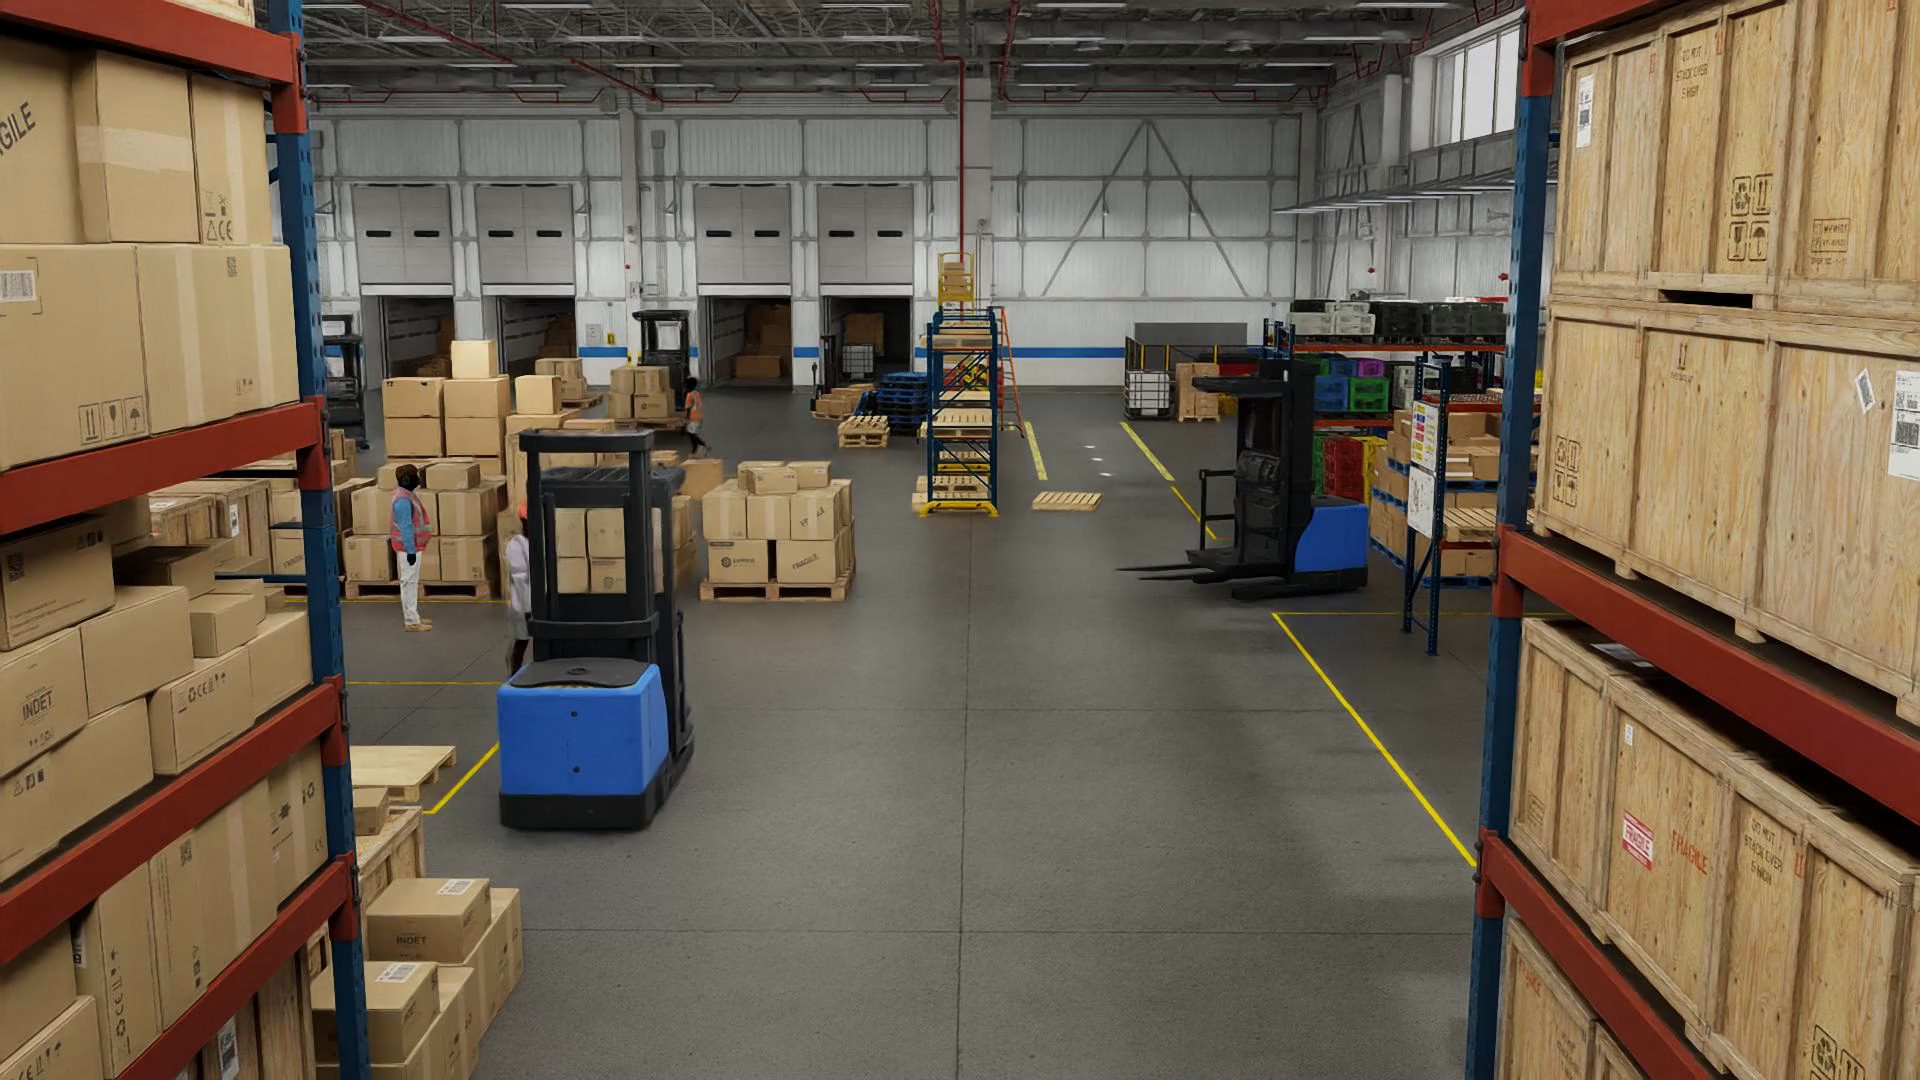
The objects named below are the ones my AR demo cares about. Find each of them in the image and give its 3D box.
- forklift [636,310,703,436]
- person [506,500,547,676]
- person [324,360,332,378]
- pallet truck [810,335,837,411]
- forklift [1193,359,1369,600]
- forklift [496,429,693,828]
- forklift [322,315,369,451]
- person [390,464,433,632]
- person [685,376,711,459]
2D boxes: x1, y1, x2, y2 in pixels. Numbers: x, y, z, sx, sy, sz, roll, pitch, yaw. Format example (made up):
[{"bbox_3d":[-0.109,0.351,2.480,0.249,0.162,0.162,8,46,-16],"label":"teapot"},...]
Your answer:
[{"bbox_3d":[-6.631,-3.862,37.981,1.129,2.768,1.873,1,10,5],"label":"forklift"},{"bbox_3d":[-3.828,0.575,15.192,0.815,1.907,0.555,4,11,23],"label":"person"},{"bbox_3d":[-15.018,-3.574,39.063,0.547,1.929,0.385,-4,10,-20],"label":"person"},{"bbox_3d":[-3.021,-4.312,43.126,1.885,1.965,0.823,3,10,17],"label":"pallet truck"},{"bbox_3d":[3.961,-0.790,20.258,1.873,2.768,1.129,-3,10,-19],"label":"forklift"},{"bbox_3d":[-2.749,0.560,12.472,1.129,2.768,1.873,0,10,1],"label":"forklift"},{"bbox_3d":[-13.158,-3.321,34.861,1.129,2.768,1.873,-5,11,-25],"label":"forklift"},{"bbox_3d":[-6.002,0.083,18.210,0.429,1.846,0.625,-3,10,-17],"label":"person"},{"bbox_3d":[-5.238,-2.413,33.070,0.500,1.677,0.544,1,10,7],"label":"person"}]
